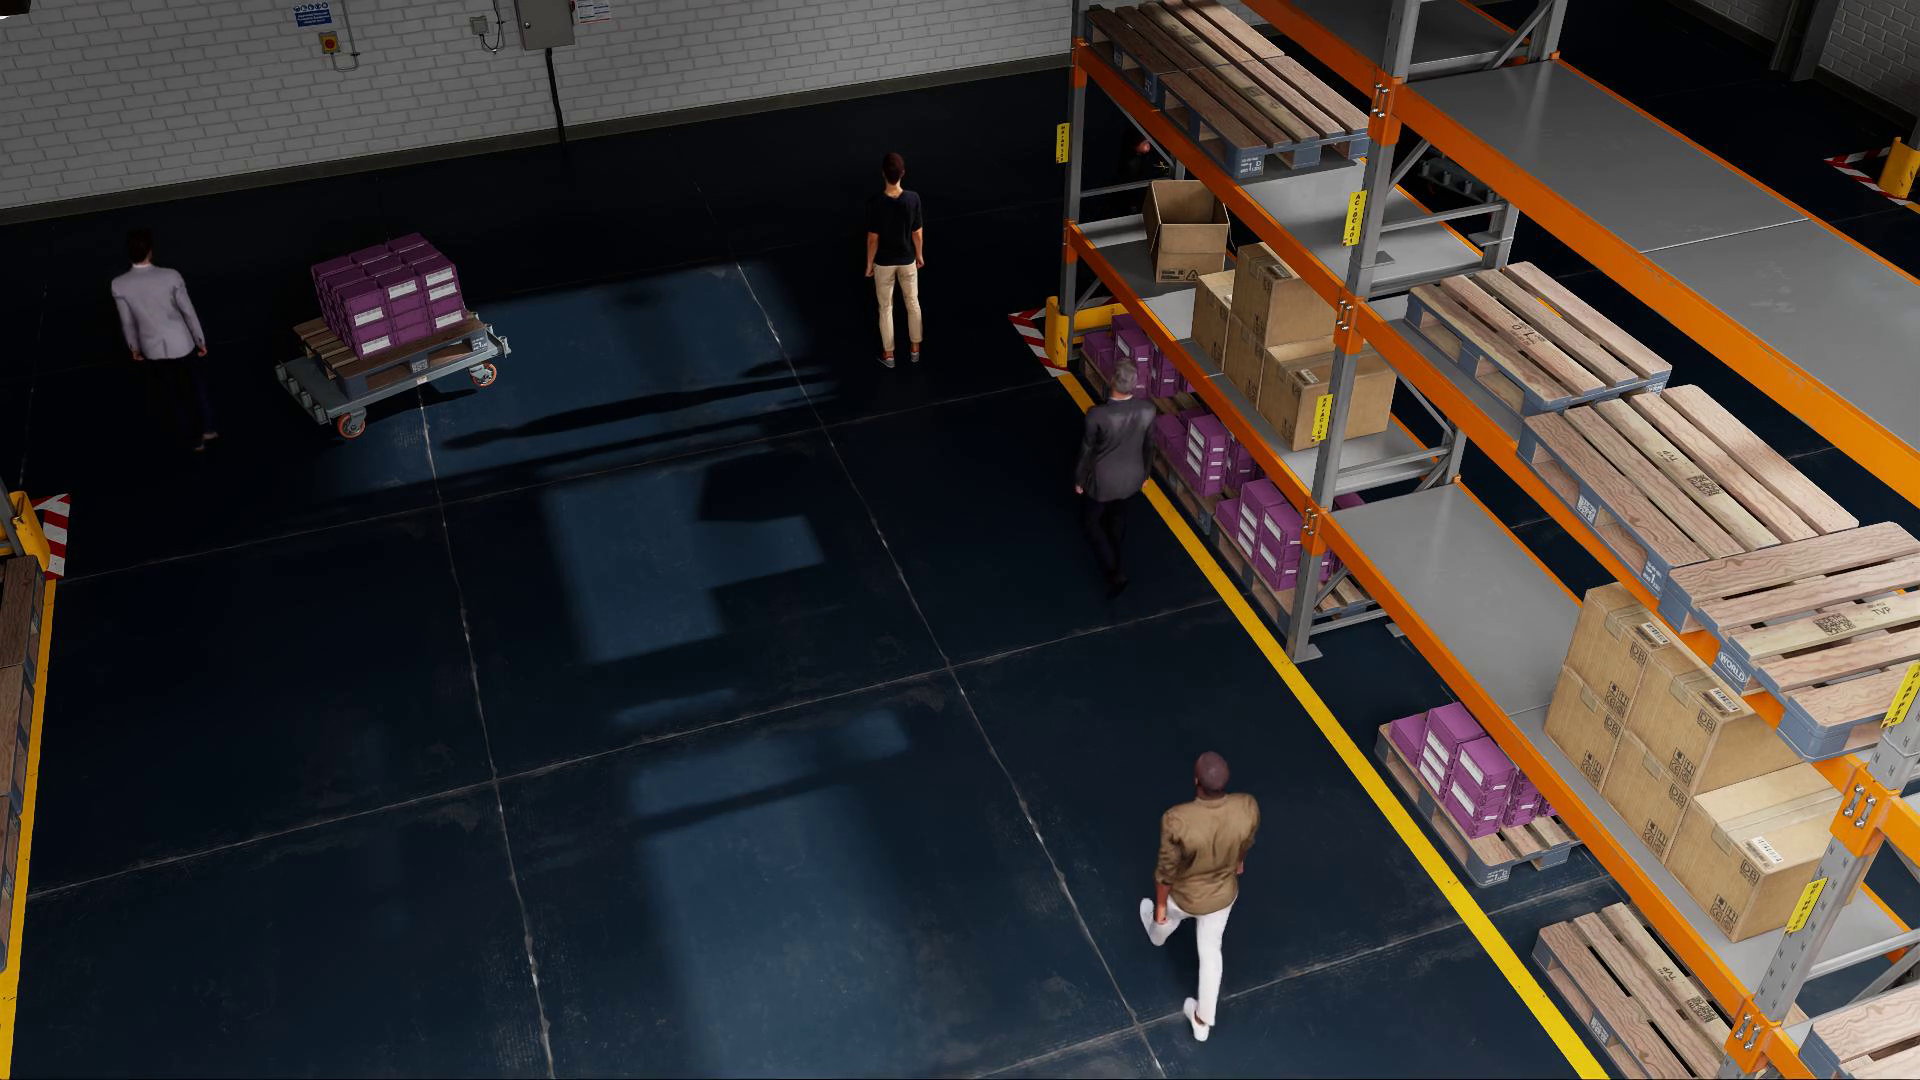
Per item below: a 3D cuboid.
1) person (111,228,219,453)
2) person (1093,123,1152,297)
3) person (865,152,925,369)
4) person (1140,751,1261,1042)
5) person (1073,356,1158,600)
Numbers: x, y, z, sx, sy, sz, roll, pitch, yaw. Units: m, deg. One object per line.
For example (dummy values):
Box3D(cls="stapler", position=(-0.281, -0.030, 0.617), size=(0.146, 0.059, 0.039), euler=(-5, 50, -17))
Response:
Box3D(cls="person", position=(-5.964, -1.423, 12.517), size=(0.698, 1.826, 0.640), euler=(-14, 41, -17))
Box3D(cls="person", position=(1.351, -2.820, 14.389), size=(0.911, 1.671, 1.019), euler=(-2, 39, -3))
Box3D(cls="person", position=(-0.530, -2.274, 13.557), size=(0.640, 1.857, 0.506), euler=(-13, 40, -16))
Box3D(cls="person", position=(1.251, 1.849, 8.455), size=(0.841, 1.780, 1.173), euler=(-8, 39, -10))
Box3D(cls="person", position=(1.052, -0.390, 11.229), size=(0.718, 1.819, 0.936), euler=(-13, 40, -16))
